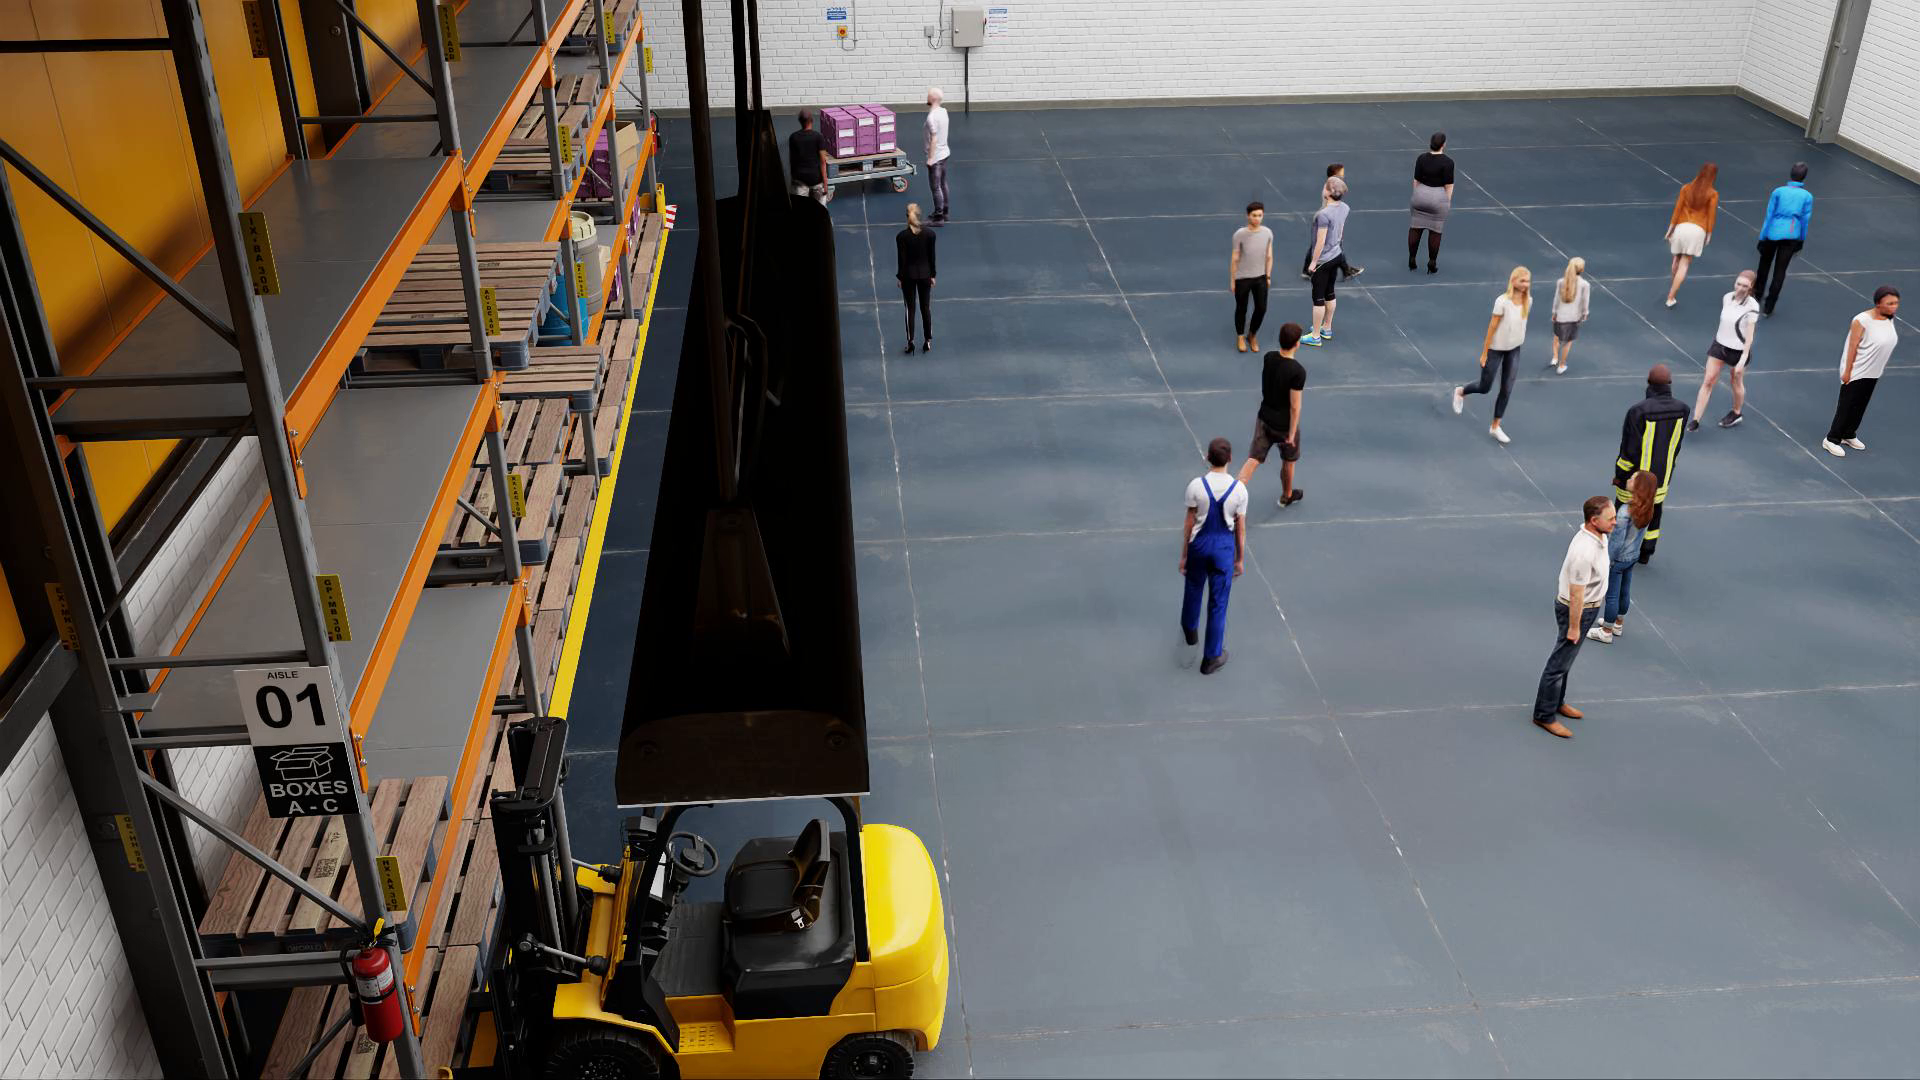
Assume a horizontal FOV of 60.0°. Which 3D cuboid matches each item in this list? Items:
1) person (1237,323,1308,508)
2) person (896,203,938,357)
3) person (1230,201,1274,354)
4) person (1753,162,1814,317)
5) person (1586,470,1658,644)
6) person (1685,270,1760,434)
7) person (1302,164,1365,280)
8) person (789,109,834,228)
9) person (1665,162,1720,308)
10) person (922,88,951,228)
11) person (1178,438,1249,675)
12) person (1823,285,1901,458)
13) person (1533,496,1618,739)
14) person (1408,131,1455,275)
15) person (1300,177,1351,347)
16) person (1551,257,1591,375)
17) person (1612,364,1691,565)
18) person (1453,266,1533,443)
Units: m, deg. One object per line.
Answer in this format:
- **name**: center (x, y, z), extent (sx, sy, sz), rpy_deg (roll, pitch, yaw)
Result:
- **person**: center (2.735, -1.032, 14.749), extent (1.188, 1.834, 1.235), rpy_deg (-23, 36, -36)
- **person**: center (-0.475, -2.852, 18.218), extent (0.646, 1.706, 0.581), rpy_deg (-8, 30, -14)
- **person**: center (3.192, -2.928, 18.352), extent (0.634, 1.712, 0.603), rpy_deg (-1, 29, -1)
- **person**: center (9.508, -3.456, 19.259), extent (0.946, 1.770, 1.099), rpy_deg (12, 31, 22)
- **person**: center (5.195, 0.118, 13.011), extent (0.641, 1.478, 0.669), rpy_deg (-22, 35, -34)
- **person**: center (7.661, -1.872, 16.420), extent (1.016, 1.707, 1.105), rpy_deg (-16, 32, -26)
- **person**: center (4.434, -3.868, 20.363), extent (0.628, 1.436, 0.868), rpy_deg (-2, 29, -3)
- **person**: center (-1.969, -4.549, 21.295), extent (0.904, 1.739, 1.304), rpy_deg (5, 29, 9)
- **person**: center (8.542, -3.555, 19.532), extent (1.043, 1.682, 1.109), rpy_deg (20, 34, 32)
- **person**: center (-0.301, -5.131, 22.266), extent (0.799, 1.831, 0.670), rpy_deg (9, 30, 16)
- **person**: center (1.895, 0.142, 12.612), extent (0.795, 1.819, 1.022), rpy_deg (7, 29, 12)
- **person**: center (8.734, -1.652, 16.038), extent (0.748, 1.687, 0.743), rpy_deg (-14, 32, -24)
- **person**: center (4.401, 0.504, 11.911), extent (0.812, 1.855, 0.724), rpy_deg (18, 33, 29)
- **person**: center (5.828, -4.181, 20.599), extent (0.773, 1.760, 0.825), rpy_deg (20, 34, 32)
- **person**: center (4.074, -3.108, 18.497), extent (0.801, 1.889, 0.744), rpy_deg (22, 36, 35)
- **person**: center (6.512, -2.395, 17.845), extent (0.648, 1.261, 0.709), rpy_deg (20, 35, 33)
- **person**: center (5.791, -0.632, 14.030), extent (0.781, 1.820, 0.718), rpy_deg (-7, 29, -12)
- **person**: center (5.264, -1.870, 16.333), extent (0.770, 1.787, 1.039), rpy_deg (-10, 30, -18)
